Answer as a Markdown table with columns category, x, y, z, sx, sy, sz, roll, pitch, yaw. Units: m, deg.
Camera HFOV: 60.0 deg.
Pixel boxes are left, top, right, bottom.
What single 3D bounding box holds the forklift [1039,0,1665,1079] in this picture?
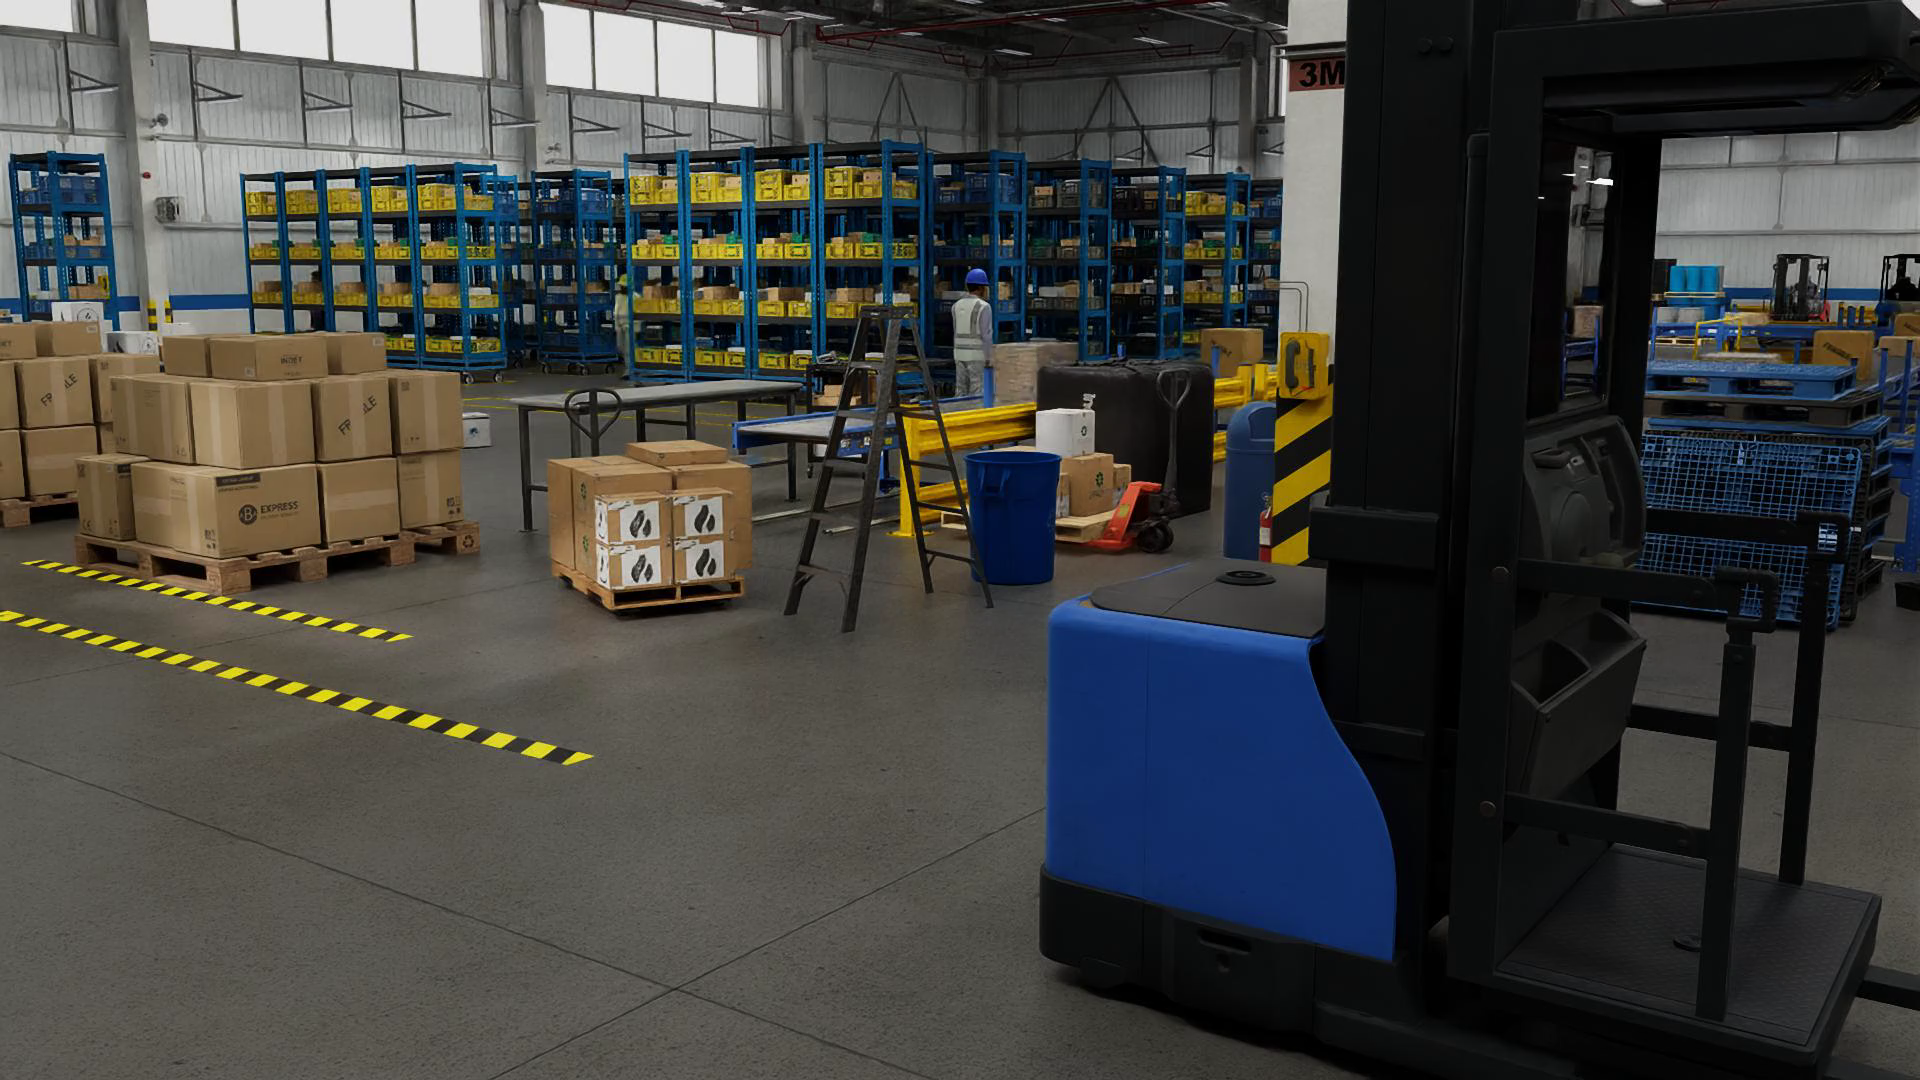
| category | x | y | z | sx | sy | sz | roll | pitch | yaw |
| --- | --- | --- | --- | --- | --- | --- | --- | --- | --- |
| forklift | 1.249 | -0.137 | 4.360 | 1.873 | 2.768 | 1.129 | 7 | 12 | 35 |

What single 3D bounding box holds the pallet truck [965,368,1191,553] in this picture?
| category | x | y | z | sx | sy | sz | roll | pitch | yaw |
| --- | --- | --- | --- | --- | --- | --- | --- | --- | --- |
| pallet truck | 0.845 | -0.609 | 11.869 | 1.630 | 1.274 | 0.653 | 7 | 12 | 35 |

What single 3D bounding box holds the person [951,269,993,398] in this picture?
| category | x | y | z | sx | sy | sz | roll | pitch | yaw |
| --- | --- | --- | --- | --- | --- | --- | --- | --- | --- |
| person | 0.153 | -2.023 | 18.406 | 0.425 | 1.938 | 0.603 | -8 | 13 | -40 |

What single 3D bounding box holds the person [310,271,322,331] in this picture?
| category | x | y | z | sx | sy | sz | roll | pitch | yaw |
| --- | --- | --- | --- | --- | --- | --- | --- | --- | --- |
| person | -12.090 | -4.187 | 31.578 | 0.565 | 1.837 | 0.396 | 4 | 10 | 23 |

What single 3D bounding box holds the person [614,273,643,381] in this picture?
| category | x | y | z | sx | sy | sz | roll | pitch | yaw |
| --- | --- | --- | --- | --- | --- | --- | --- | --- | --- |
| person | -5.584 | -3.591 | 28.086 | 0.610 | 1.816 | 0.553 | 7 | 12 | 35 |

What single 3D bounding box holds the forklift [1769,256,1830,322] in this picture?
| category | x | y | z | sx | sy | sz | roll | pitch | yaw |
| --- | --- | --- | --- | --- | --- | --- | --- | --- | --- |
| forklift | 20.253 | -5.854 | 40.139 | 1.157 | 1.987 | 2.680 | 7 | 12 | 35 |

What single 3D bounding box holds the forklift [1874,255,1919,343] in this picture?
| category | x | y | z | sx | sy | sz | roll | pitch | yaw |
| --- | --- | --- | --- | --- | --- | --- | --- | --- | --- |
| forklift | 22.089 | -5.634 | 38.796 | 1.157 | 1.987 | 2.680 | 6 | 11 | 33 |

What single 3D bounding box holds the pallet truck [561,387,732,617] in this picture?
| category | x | y | z | sx | sy | sz | roll | pitch | yaw |
| --- | --- | --- | --- | --- | --- | --- | --- | --- | --- |
| pallet truck | -1.981 | -0.274 | 10.088 | 0.680 | 1.201 | 1.601 | -5 | 11 | -28 |
